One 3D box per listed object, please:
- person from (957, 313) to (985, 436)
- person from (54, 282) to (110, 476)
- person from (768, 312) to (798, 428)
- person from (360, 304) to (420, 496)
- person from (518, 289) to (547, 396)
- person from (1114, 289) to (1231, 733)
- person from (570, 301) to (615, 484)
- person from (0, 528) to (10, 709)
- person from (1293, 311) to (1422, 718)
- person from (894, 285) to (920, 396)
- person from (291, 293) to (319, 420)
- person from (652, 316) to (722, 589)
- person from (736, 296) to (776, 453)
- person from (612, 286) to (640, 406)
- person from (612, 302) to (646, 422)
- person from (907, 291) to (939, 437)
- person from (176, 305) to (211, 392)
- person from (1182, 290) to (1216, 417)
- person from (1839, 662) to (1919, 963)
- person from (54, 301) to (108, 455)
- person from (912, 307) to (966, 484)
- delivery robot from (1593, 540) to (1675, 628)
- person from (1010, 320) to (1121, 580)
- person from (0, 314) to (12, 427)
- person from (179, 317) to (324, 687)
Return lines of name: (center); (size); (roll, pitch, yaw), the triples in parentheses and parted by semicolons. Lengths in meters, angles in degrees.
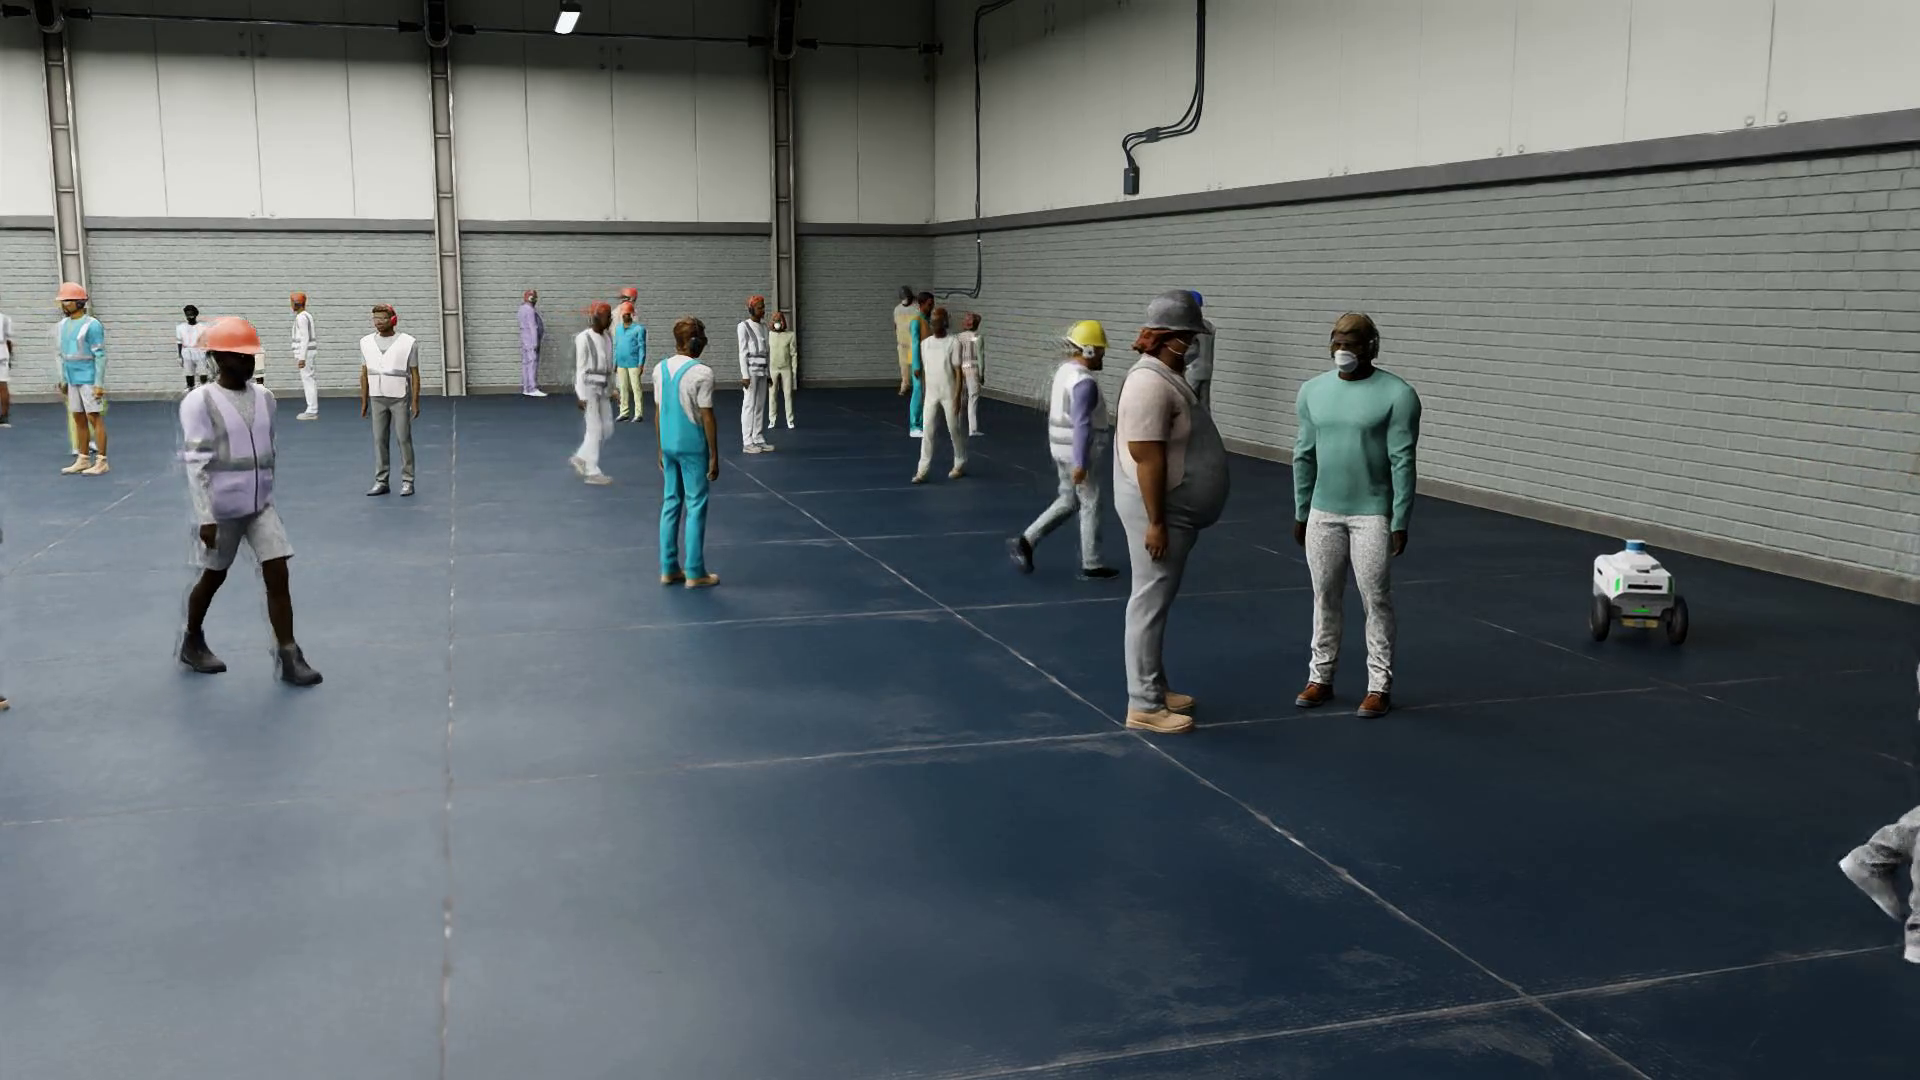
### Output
person: (0.138, -2.191, 22.104); (0.316, 1.630, 0.509); (-8, 12, -40)
person: (-9.294, -1.690, 17.579); (0.607, 2.045, 0.390); (5, 10, 27)
person: (-2.512, -2.360, 23.193); (0.498, 1.627, 0.280); (-1, 9, -4)
person: (-5.465, -1.341, 15.981); (0.575, 1.843, 0.374); (1, 9, 5)
person: (-7.619, -3.507, 29.617); (0.410, 1.906, 0.642); (-6, 11, -32)
person: (0.986, -0.146, 7.741); (0.536, 2.000, 0.688); (2, 9, 10)
person: (-3.750, -1.500, 16.936); (0.507, 1.864, 0.626); (3, 10, 21)
person: (-4.814, -0.123, 7.829); (0.373, 1.966, 0.607); (4, 10, 23)
person: (1.875, -0.120, 7.950); (0.625, 1.931, 0.378); (7, 11, 38)
person: (-0.825, -3.619, 29.894); (0.746, 2.000, 0.885); (5, 10, 27)
person: (-9.738, -2.728, 24.712); (0.349, 1.881, 0.577); (-2, 9, -14)
person: (-1.832, -0.582, 11.186); (0.517, 1.836, 0.348); (5, 10, 31)
person: (-2.445, -1.987, 19.992); (0.356, 1.883, 0.573); (4, 10, 25)
person: (-5.473, -3.164, 27.239); (0.628, 1.969, 0.603); (6, 11, 32)
person: (-4.828, -2.585, 24.208); (0.562, 1.753, 0.322); (4, 10, 25)
person: (-0.500, -2.318, 21.986); (0.371, 1.916, 0.597); (3, 9, 19)
person: (-12.011, -2.845, 26.112); (0.531, 1.686, 0.335); (0, 9, -3)
person: (2.679, -1.883, 19.115); (0.605, 1.949, 0.402); (-7, 11, -39)
person: (3.006, 0.454, 4.959); (0.485, 1.718, 0.561); (6, 11, 33)
person: (-10.387, -1.949, 19.658); (0.610, 1.906, 0.446); (3, 9, 16)
person: (-0.188, -1.490, 17.107); (0.524, 1.799, 0.951); (5, 10, 28)
delivery robot: (3.925, 0.241, 9.695); (0.477, 0.478, 0.707); (2, 9, 12)
person: (0.739, -0.605, 11.417); (0.691, 1.807, 0.587); (-2, 9, -15)
person: (-13.765, -2.571, 23.548); (0.914, 1.923, 0.619); (6, 11, 34)
person: (-3.754, -0.202, 8.584); (0.977, 1.895, 0.559); (5, 10, 30)
